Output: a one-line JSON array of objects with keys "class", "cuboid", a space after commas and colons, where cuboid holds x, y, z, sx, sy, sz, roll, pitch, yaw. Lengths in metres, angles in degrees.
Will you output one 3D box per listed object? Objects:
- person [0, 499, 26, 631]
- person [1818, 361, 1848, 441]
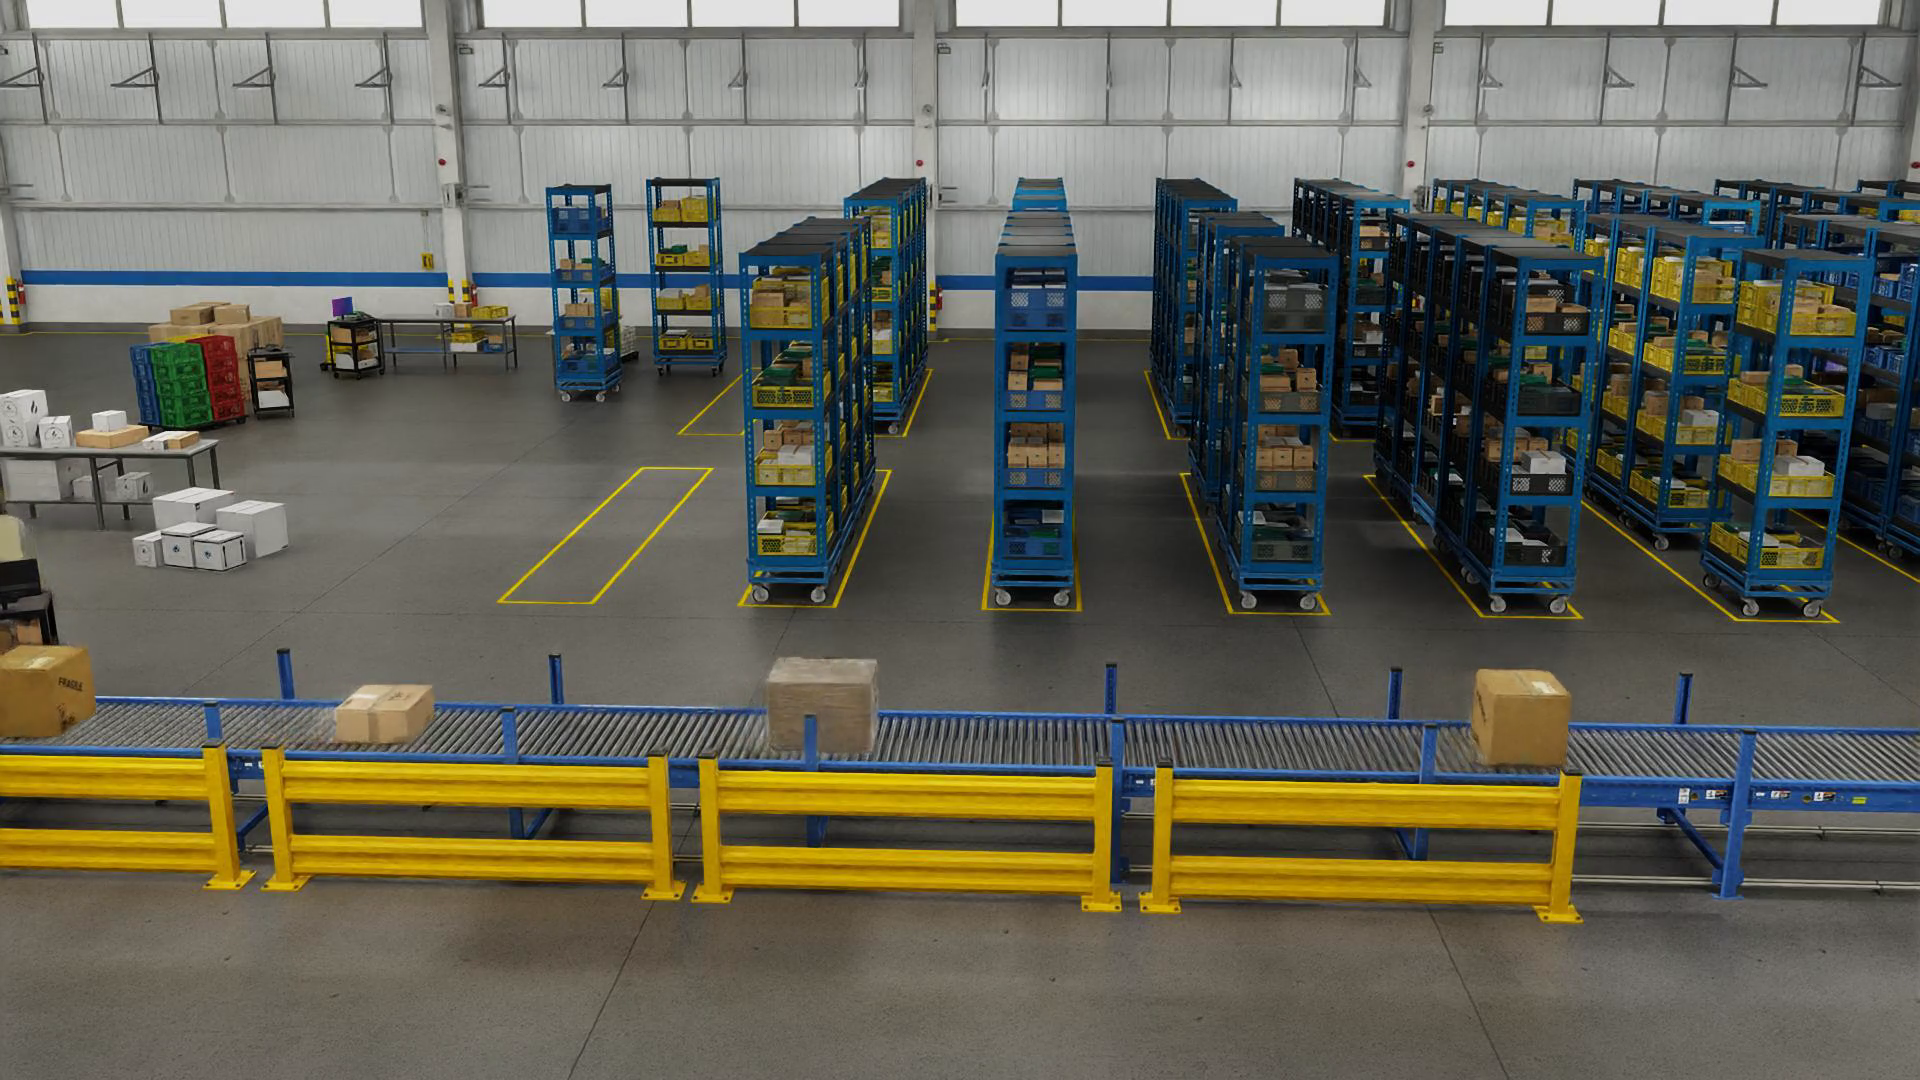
[{"class": "person", "cuboid": [-8.524, 0.392, 14.649, 0.659, 1.806, 0.631, 4, 16, 14]}, {"class": "person", "cuboid": [12.238, -1.888, 23.105, 0.858, 1.808, 0.605, 2, 15, 7]}]
